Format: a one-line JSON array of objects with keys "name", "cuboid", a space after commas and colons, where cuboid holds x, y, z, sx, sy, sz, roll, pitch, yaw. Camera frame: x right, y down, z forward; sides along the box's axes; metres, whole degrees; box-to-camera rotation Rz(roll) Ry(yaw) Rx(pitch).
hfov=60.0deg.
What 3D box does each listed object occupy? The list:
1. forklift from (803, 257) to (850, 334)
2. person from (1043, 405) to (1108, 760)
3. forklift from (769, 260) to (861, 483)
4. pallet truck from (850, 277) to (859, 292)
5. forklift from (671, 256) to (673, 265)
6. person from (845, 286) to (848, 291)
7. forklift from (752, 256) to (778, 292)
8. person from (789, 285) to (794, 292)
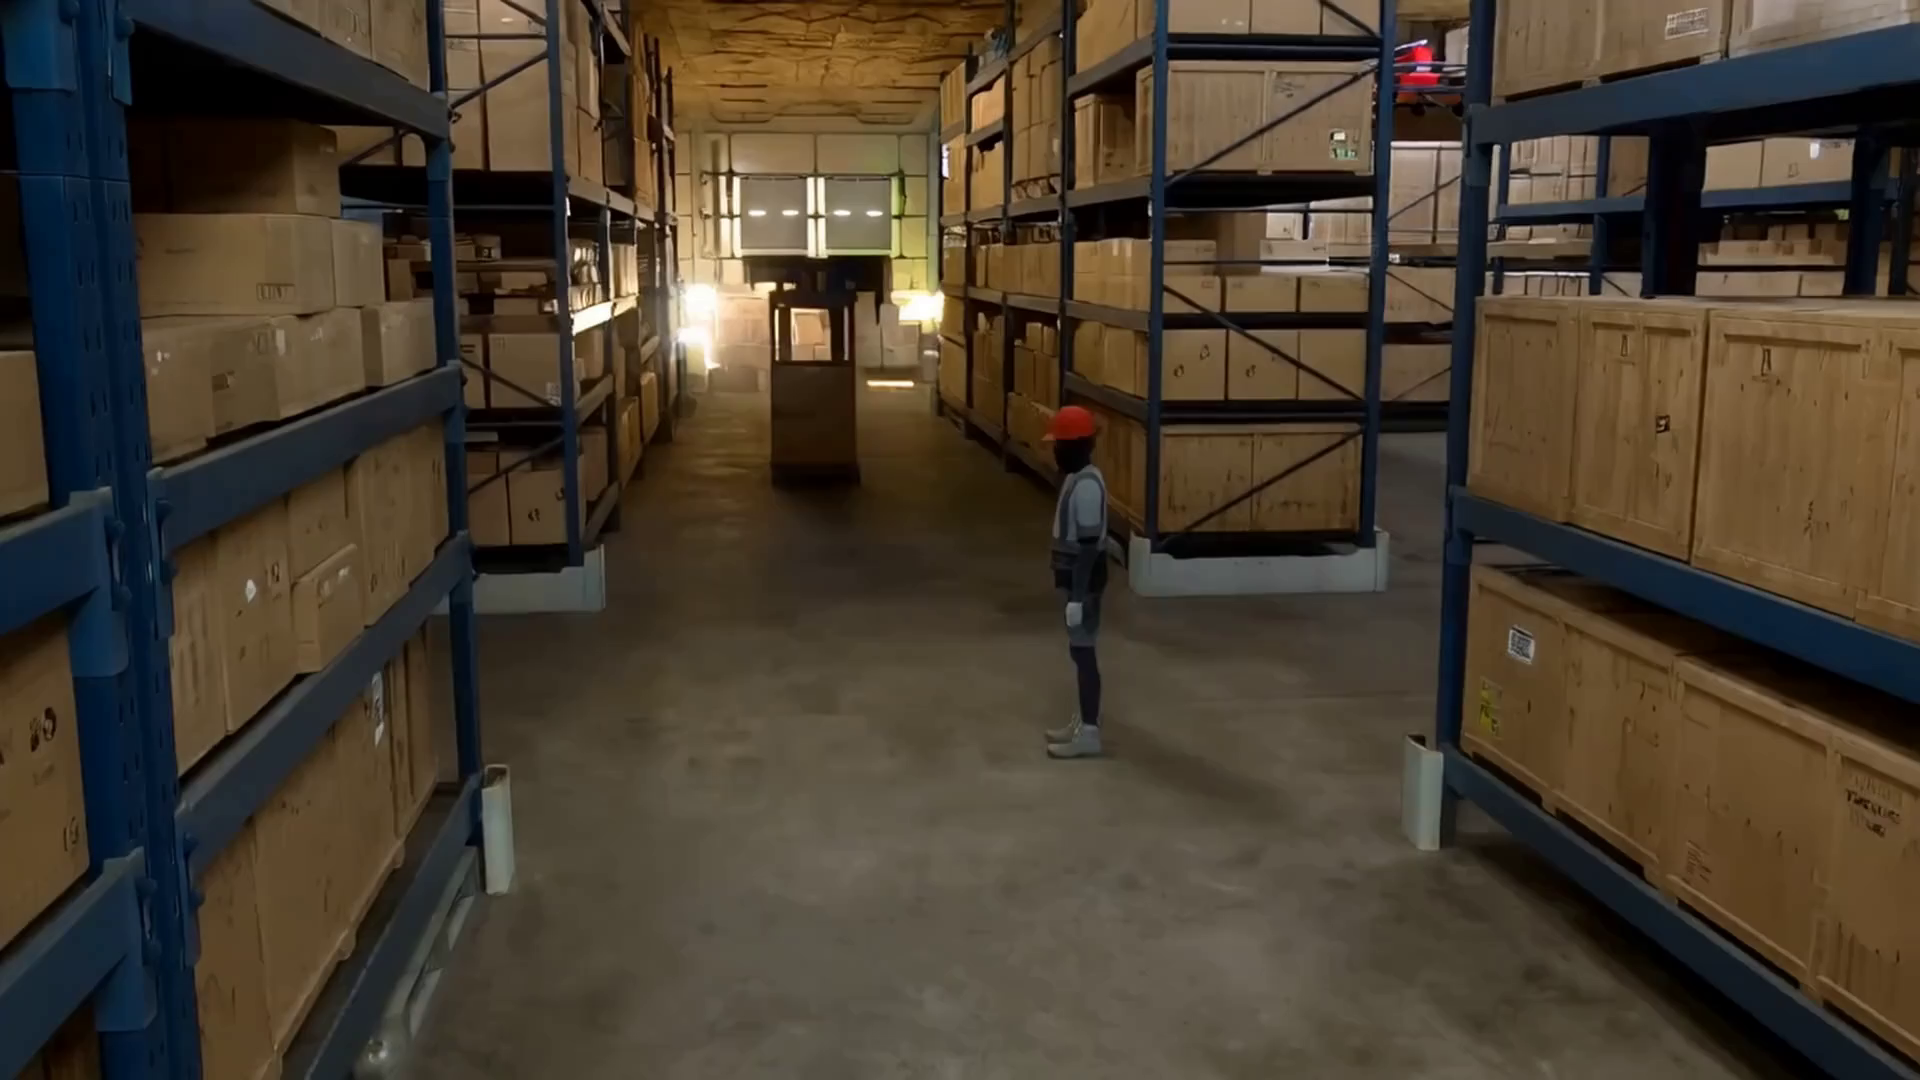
[{"name": "forklift", "cuboid": [-3.510, -5.286, 39.342, 1.873, 2.768, 1.129, -1, 10, -8]}, {"name": "person", "cuboid": [0.661, 0.245, 9.574, 0.381, 2.044, 0.605, 0, 10, 3]}, {"name": "forklift", "cuboid": [-1.921, -2.235, 21.577, 1.129, 2.768, 1.873, -1, 10, -7]}, {"name": "pallet truck", "cuboid": [-3.782, -9.391, 65.808, 1.885, 1.965, 0.823, 2, 10, 10]}, {"name": "forklift", "cuboid": [-11.044, -9.145, 61.805, 1.129, 2.768, 1.873, -1, 10, -7]}, {"name": "person", "cuboid": [-3.685, -7.235, 53.581, 0.660, 1.878, 1.005, -9, 13, -43]}, {"name": "forklift", "cuboid": [-7.180, -9.094, 61.510, 1.129, 2.768, 1.873, -6, 12, -33]}, {"name": "person", "cuboid": [-5.425, -7.263, 53.650, 0.463, 1.914, 0.570, 1, 10, 4]}]
